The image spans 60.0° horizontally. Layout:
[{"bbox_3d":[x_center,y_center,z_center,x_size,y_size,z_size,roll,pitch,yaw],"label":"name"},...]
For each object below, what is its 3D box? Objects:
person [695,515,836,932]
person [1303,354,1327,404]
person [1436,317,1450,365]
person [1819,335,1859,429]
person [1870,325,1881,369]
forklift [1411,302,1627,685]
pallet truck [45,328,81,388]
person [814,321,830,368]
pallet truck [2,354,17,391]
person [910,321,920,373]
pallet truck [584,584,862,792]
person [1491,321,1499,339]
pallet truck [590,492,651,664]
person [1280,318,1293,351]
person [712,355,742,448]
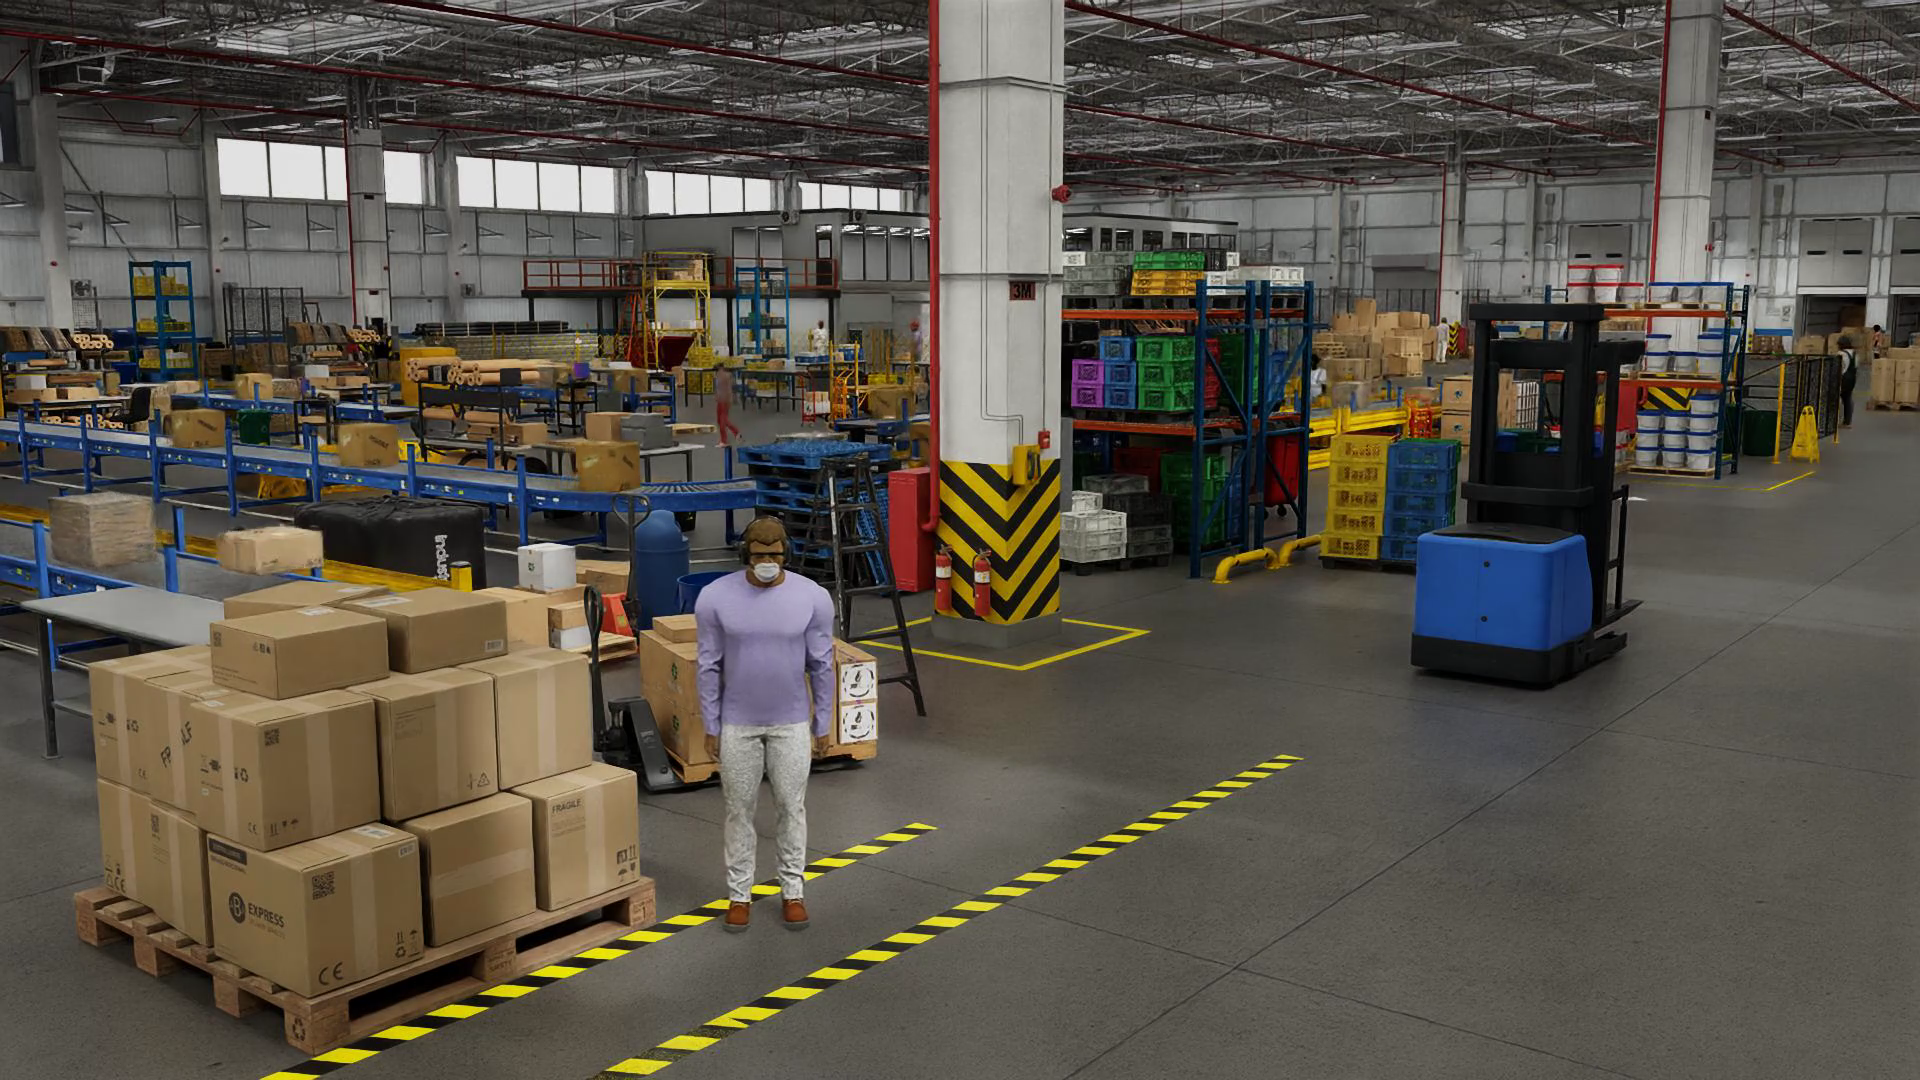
[{"bbox_3d":[-0.873,0.833,7.521,0.627,1.924,0.390,-1,8,-6],"label":"person"},{"bbox_3d":[7.173,-2.927,33.644,0.542,1.678,0.476,7,11,38],"label":"person"},{"bbox_3d":[19.621,-8.082,67.579,0.371,1.932,0.627,-5,10,-32],"label":"person"},{"bbox_3d":[18.852,-3.406,35.673,0.704,2.000,0.753,-4,9,-23],"label":"person"},{"bbox_3d":[35.285,-7.440,64.038,0.320,1.692,0.531,7,11,37],"label":"person"},{"bbox_3d":[4.379,-0.438,12.852,1.129,2.768,1.873,7,11,37],"label":"forklift"},{"bbox_3d":[-23.775,-4.544,43.495,1.885,1.965,0.823,6,10,35],"label":"pallet truck"},{"bbox_3d":[-5.374,-7.516,64.013,0.919,1.858,0.573,8,11,42],"label":"person"},{"bbox_3d":[-24.881,-4.417,42.634,1.885,1.965,0.823,8,11,41],"label":"pallet truck"},{"bbox_3d":[-1.513,-6.269,55.189,0.387,1.991,0.725,-2,9,-11],"label":"person"},{"bbox_3d":[-1.426,0.805,10.019,1.601,1.201,0.680,-4,9,-26],"label":"pallet truck"},{"bbox_3d":[18.947,-6.860,59.122,0.392,1.990,0.614,0,8,-1],"label":"person"},{"bbox_3d":[-3.115,0.344,12.883,0.653,1.274,1.630,7,11,37],"label":"pallet truck"},{"bbox_3d":[15.130,-9.446,77.087,0.645,1.832,0.504,3,9,20],"label":"person"},{"bbox_3d":[-4.412,-2.587,31.130,0.475,1.748,0.550,-6,10,-34],"label":"person"}]
